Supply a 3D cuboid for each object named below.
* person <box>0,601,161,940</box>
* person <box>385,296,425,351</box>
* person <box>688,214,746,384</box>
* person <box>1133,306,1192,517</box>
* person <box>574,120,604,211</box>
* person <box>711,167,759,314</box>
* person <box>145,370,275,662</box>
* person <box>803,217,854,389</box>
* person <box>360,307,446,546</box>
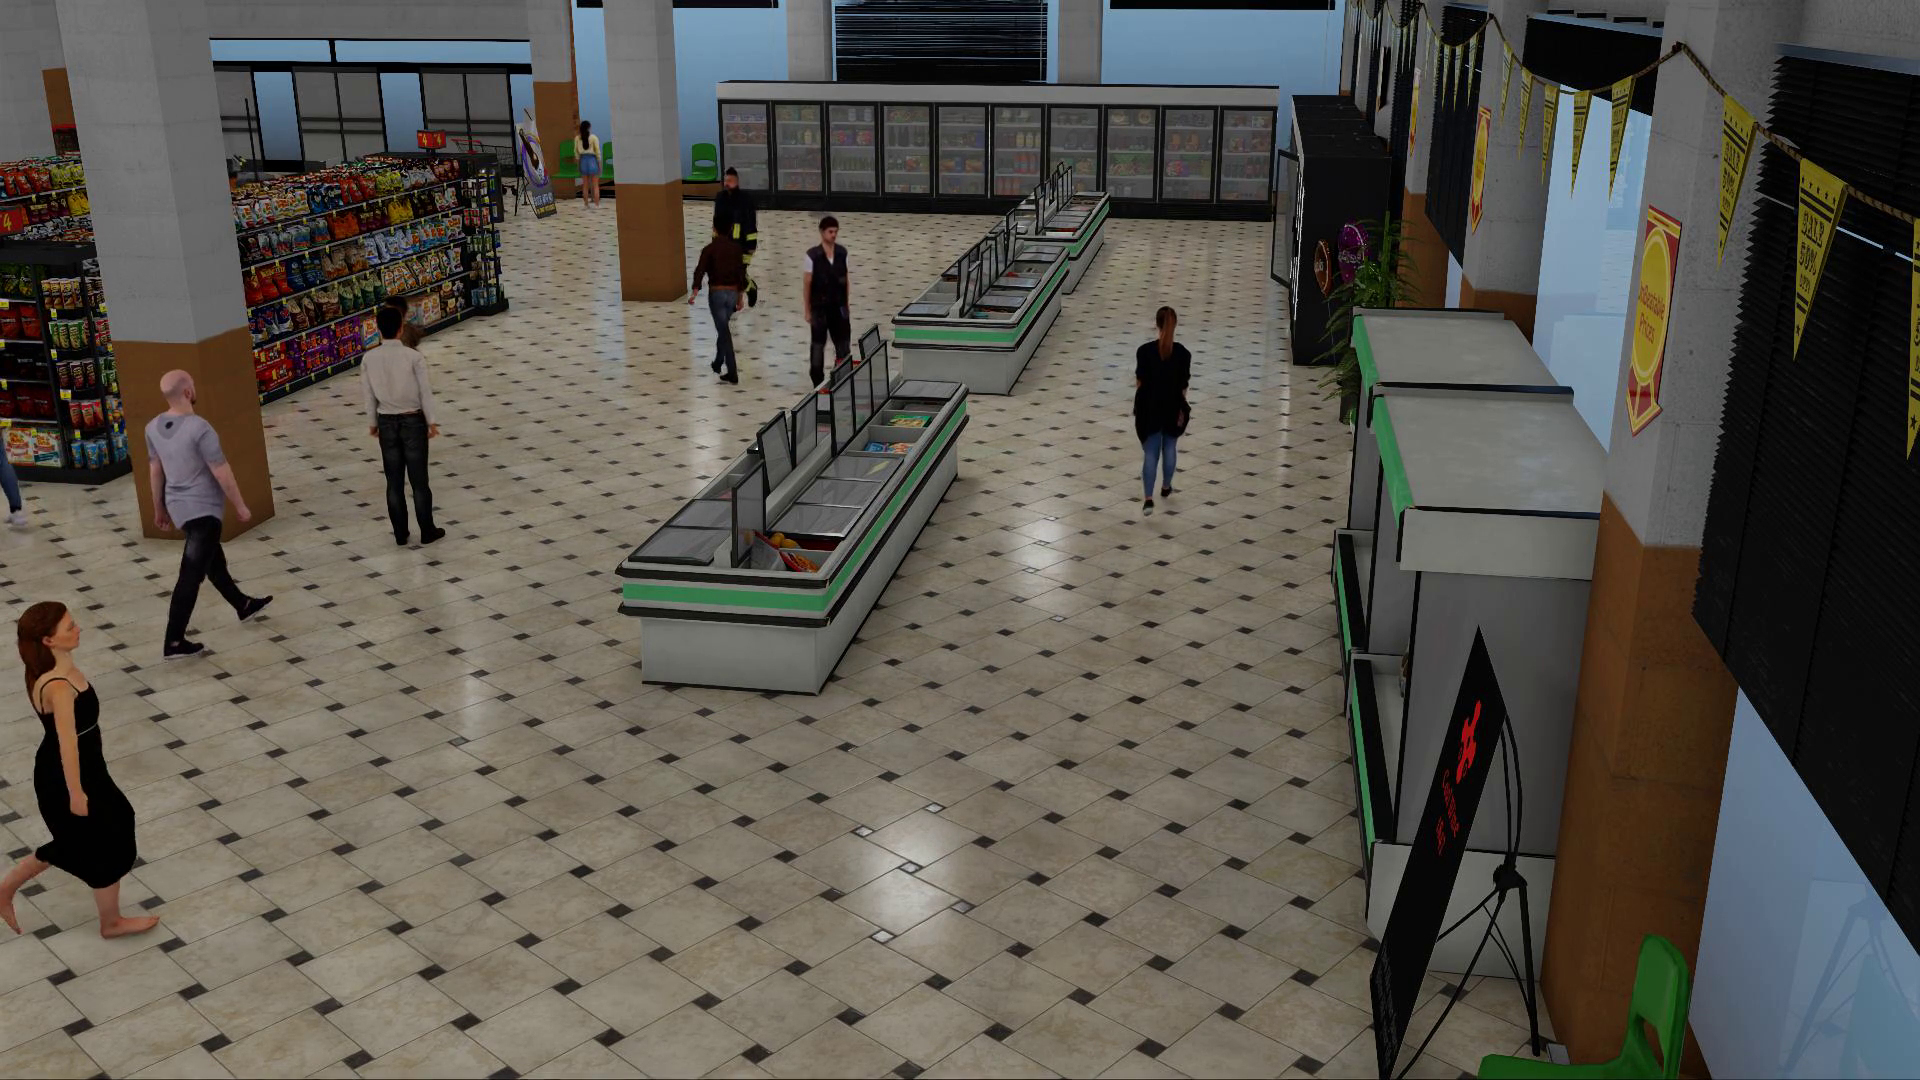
[{"bbox_3d":[-3.946,1.053,7.213,0.949,1.601,0.932,-10,21,-26],"label":"person"},{"bbox_3d":[-4.956,-1.465,14.914,0.744,1.453,0.644,-5,19,-16],"label":"person"},{"bbox_3d":[-2.453,-2.526,17.606,1.011,1.744,1.053,-16,25,-40],"label":"person"},{"bbox_3d":[1.577,-0.978,13.172,0.613,1.642,1.125,3,19,9],"label":"person"},{"bbox_3d":[-6.934,-7.002,31.056,0.653,1.630,0.546,2,19,6],"label":"person"},{"bbox_3d":[-2.862,-3.825,21.298,0.865,1.845,0.934,8,20,23],"label":"person"},{"bbox_3d":[-4.837,-0.118,10.407,0.881,1.781,1.314,8,20,22],"label":"person"},{"bbox_3d":[-1.399,-2.398,17.122,1.086,1.809,1.226,-8,20,-23],"label":"person"},{"bbox_3d":[-4.213,-0.855,12.542,0.698,1.811,0.609,0,19,0],"label":"person"}]
